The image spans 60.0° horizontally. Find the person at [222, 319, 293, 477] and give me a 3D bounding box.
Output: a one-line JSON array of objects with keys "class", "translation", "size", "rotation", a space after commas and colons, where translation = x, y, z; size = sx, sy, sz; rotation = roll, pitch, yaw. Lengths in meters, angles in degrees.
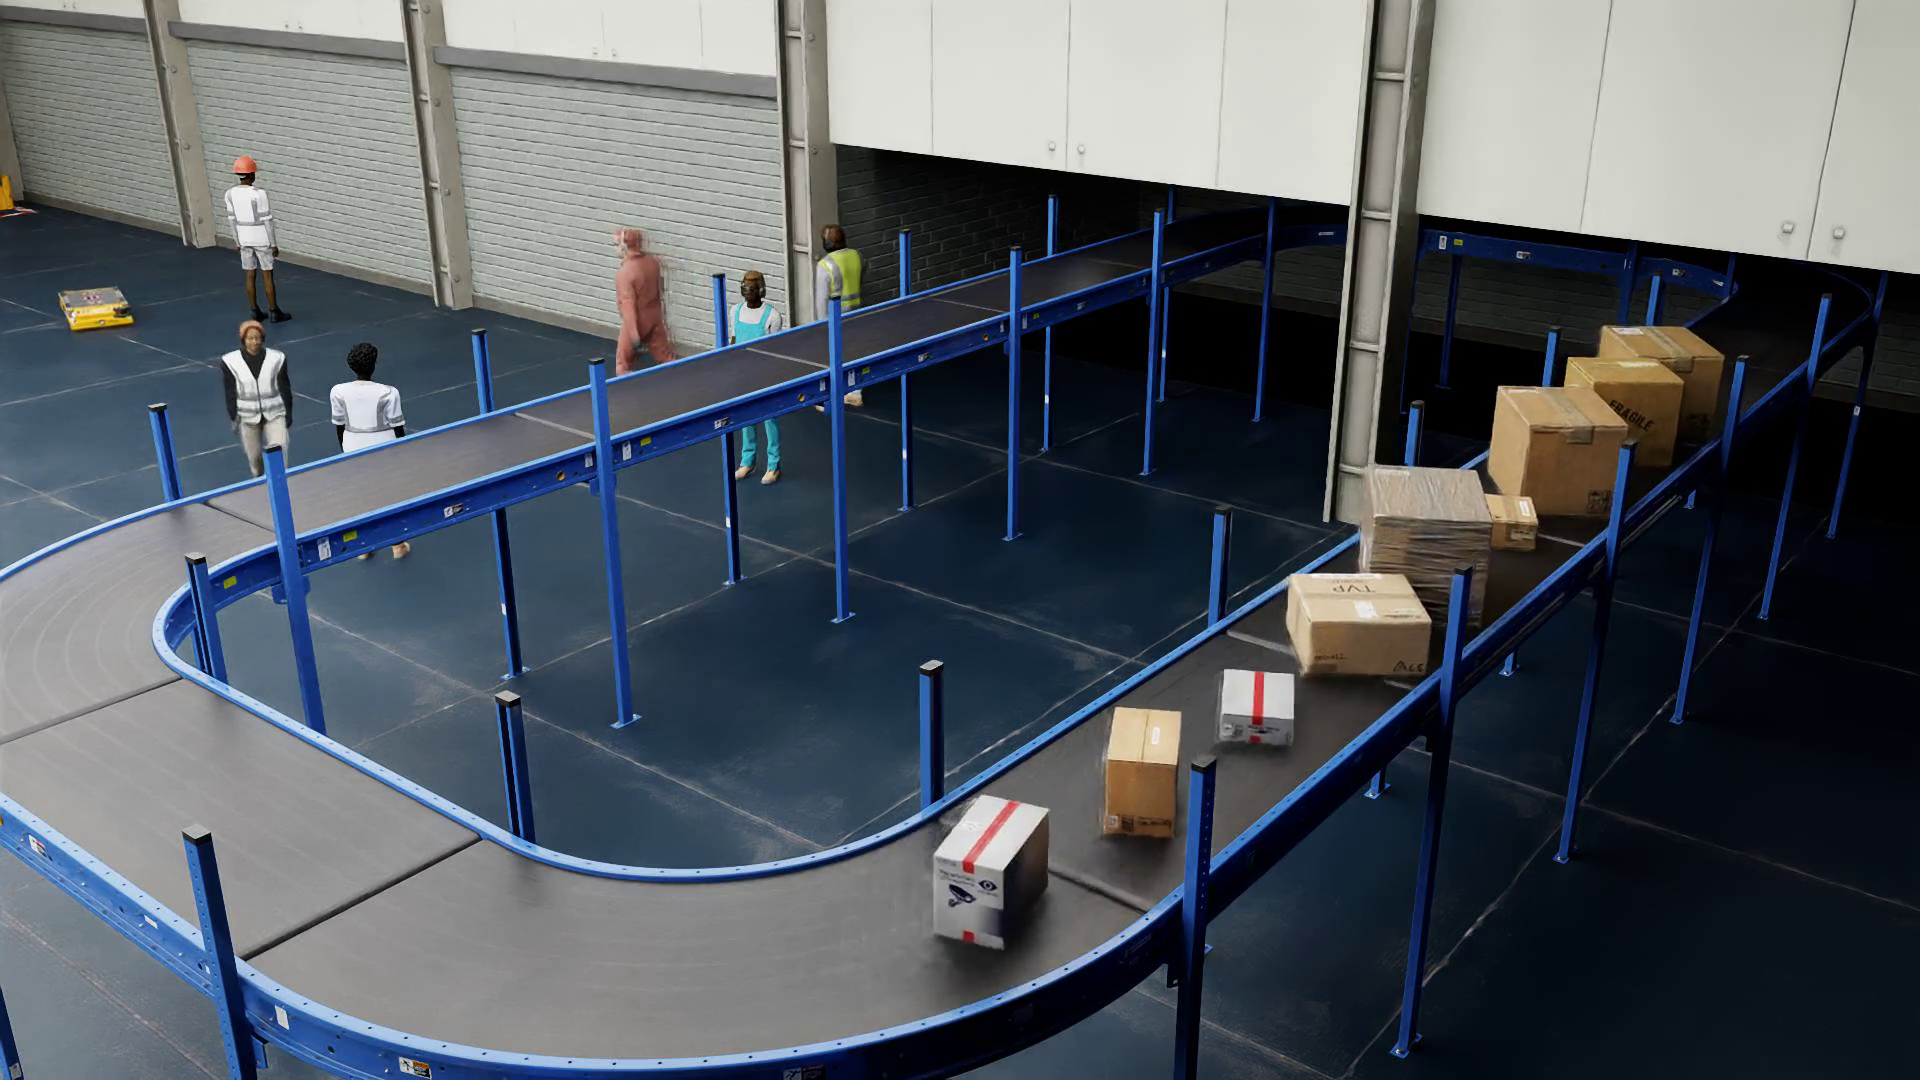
[{"class": "person", "translation": [-5.712, -1.036, 13.606], "size": [0.505, 1.618, 0.705], "rotation": [-9, 23, -21]}]

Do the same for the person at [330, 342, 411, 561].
[{"class": "person", "translation": [-4.426, -0.653, 12.545], "size": [0.535, 1.690, 0.319], "rotation": [-1, 22, -2]}]

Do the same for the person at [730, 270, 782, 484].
[{"class": "person", "translation": [-1.744, -1.390, 14.203], "size": [0.508, 1.847, 0.345], "rotation": [9, 23, 22]}]

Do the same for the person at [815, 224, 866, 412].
[{"class": "person", "translation": [-1.171, -2.150, 16.155], "size": [0.429, 1.835, 0.642], "rotation": [17, 27, 37]}]

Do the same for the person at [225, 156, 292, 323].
[{"class": "person", "translation": [-8.228, -3.502, 19.443], "size": [0.543, 1.939, 0.360], "rotation": [4, 22, 11]}]

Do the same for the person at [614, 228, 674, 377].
[{"class": "person", "translation": [-3.038, -2.064, 15.920], "size": [1.029, 1.853, 0.643], "rotation": [10, 24, 24]}]

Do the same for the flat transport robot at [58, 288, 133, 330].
[{"class": "flat transport robot", "translation": [-10.348, -2.793, 19.883], "size": [0.652, 0.197, 1.431], "rotation": [-13, 25, -29]}]
